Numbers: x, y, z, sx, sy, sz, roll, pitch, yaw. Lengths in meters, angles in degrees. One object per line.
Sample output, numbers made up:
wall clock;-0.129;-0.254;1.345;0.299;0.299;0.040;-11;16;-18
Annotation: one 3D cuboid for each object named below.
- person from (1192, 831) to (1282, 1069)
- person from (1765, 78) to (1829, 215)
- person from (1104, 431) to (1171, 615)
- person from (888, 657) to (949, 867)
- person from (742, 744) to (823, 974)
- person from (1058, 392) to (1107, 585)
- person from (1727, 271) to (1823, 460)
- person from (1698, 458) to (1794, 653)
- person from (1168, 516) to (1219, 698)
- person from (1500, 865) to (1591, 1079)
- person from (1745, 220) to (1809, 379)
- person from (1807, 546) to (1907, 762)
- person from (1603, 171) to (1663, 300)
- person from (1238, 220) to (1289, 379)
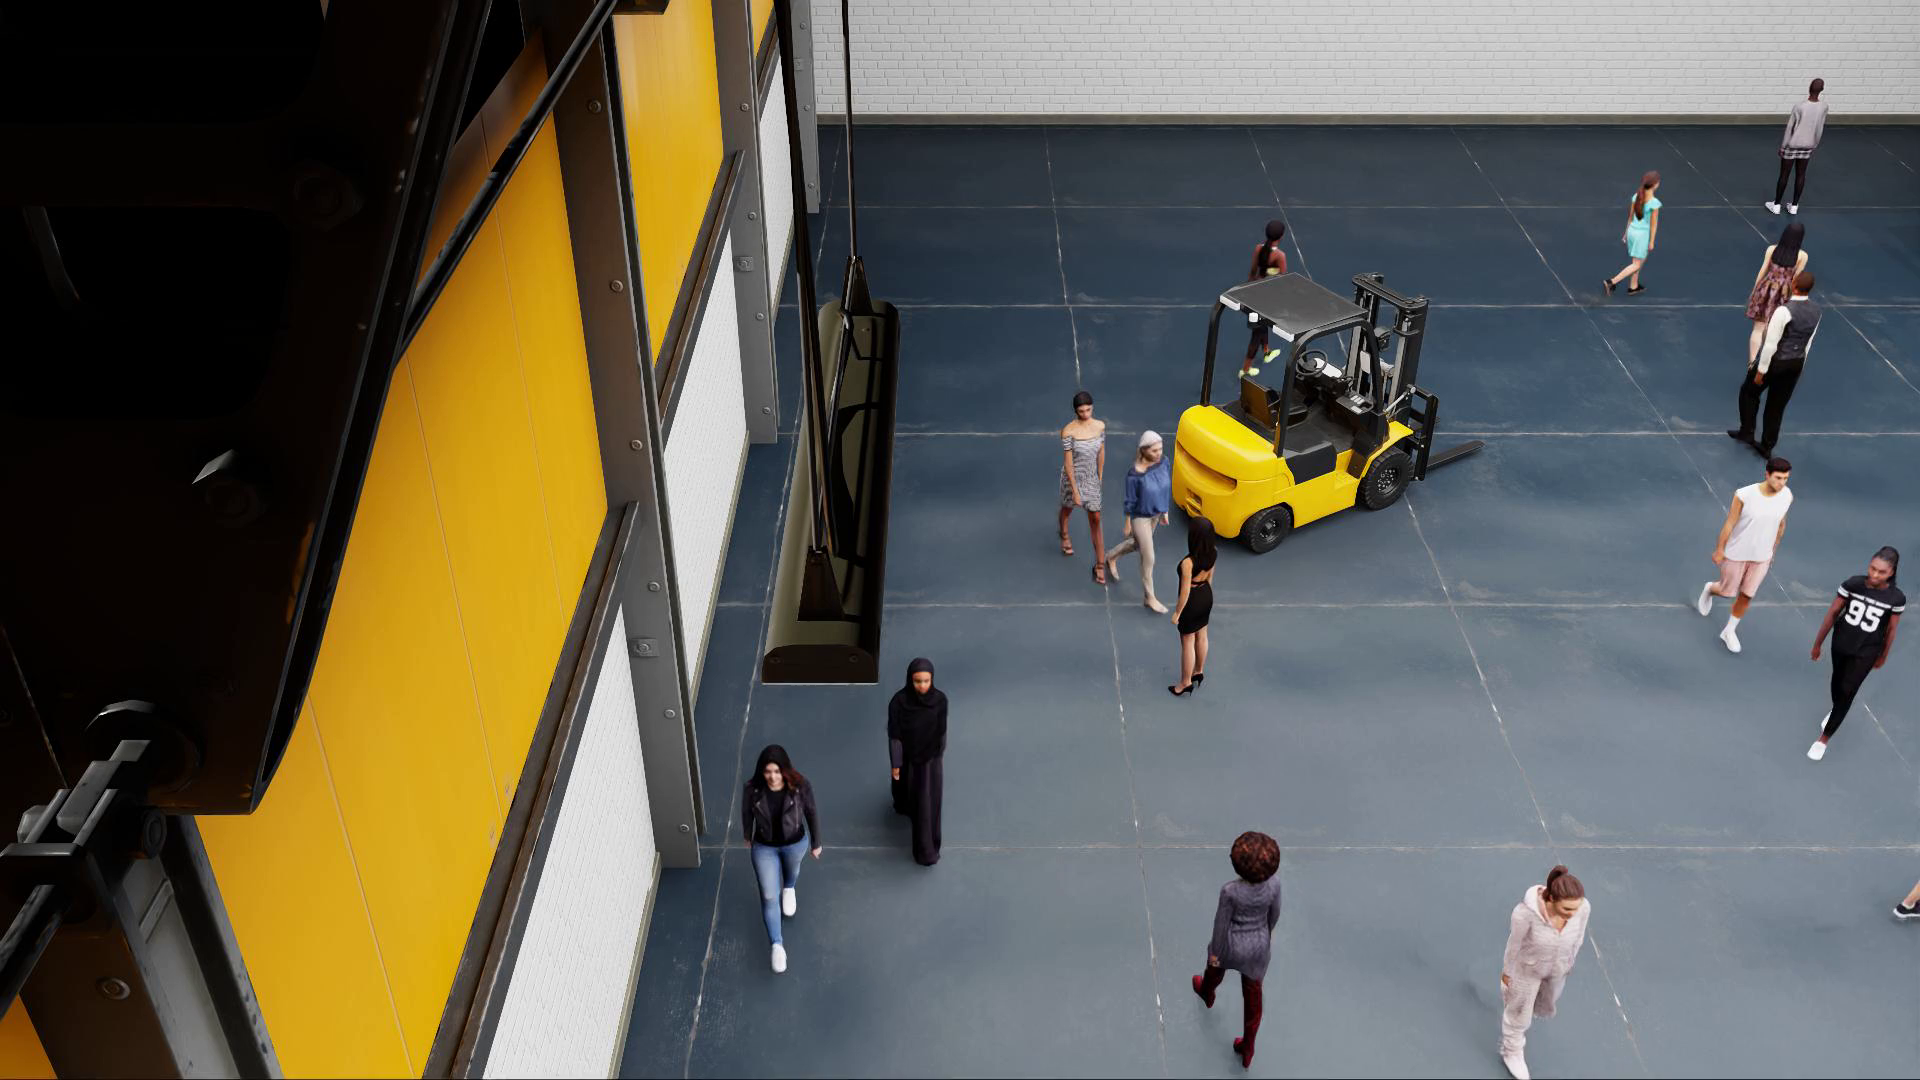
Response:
person;1.743;2.530;10.069;0.741;1.685;0.990;-6;34;-10
person;10.824;-5.083;21.439;0.609;1.777;0.564;1;34;1
person;1.517;-0.213;14.210;1.046;1.668;1.135;-24;40;-31
person;-0.319;1.466;11.754;0.692;1.590;1.110;-5;34;-7
person;-1.188;1.957;11.013;0.754;1.592;1.113;-4;34;-6
person;0.998;-0.531;14.591;0.848;1.776;1.175;-13;36;-18
person;8.029;-1.660;16.177;0.801;1.901;0.836;-6;34;-9
person;6.480;0.045;13.725;0.652;1.776;0.894;1;34;1
person;1.857;0.525;13.116;0.609;1.650;0.668;-29;43;-36
person;3.460;2.521;10.101;0.694;1.665;0.879;-5;34;-7
person;8.577;-2.499;17.590;0.958;1.733;1.218;16;37;22
person;6.842;0.787;12.681;1.043;1.696;1.125;27;42;34
person;7.838;-3.506;19.279;0.857;1.542;0.976;-14;36;-20
person;3.154;-2.502;17.603;0.949;1.725;0.950;-22;39;-29
